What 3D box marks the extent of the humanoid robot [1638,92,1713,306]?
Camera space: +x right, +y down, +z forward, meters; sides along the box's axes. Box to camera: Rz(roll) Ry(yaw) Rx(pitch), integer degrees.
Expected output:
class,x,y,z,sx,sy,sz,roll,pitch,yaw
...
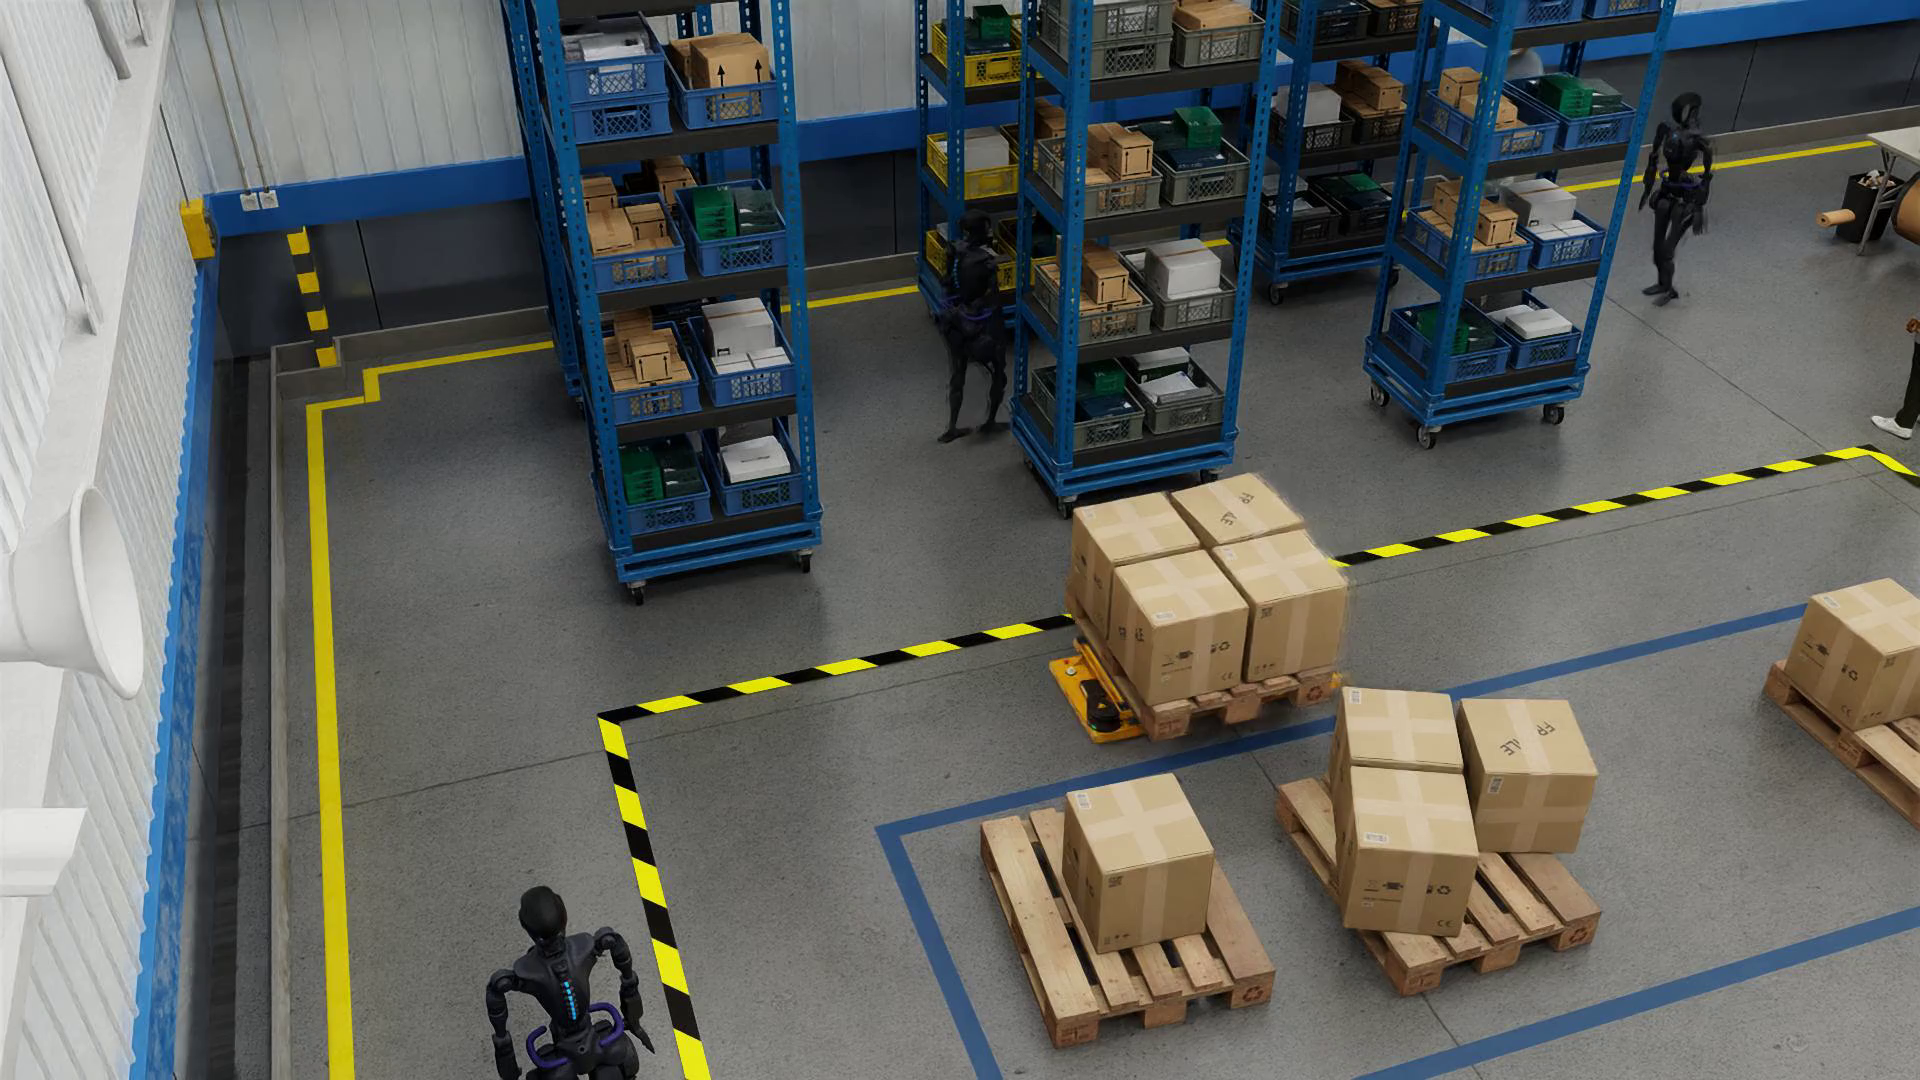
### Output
class,x,y,z,sx,sy,sz,roll,pitch,yaw
humanoid robot,5.385,-2.571,12.485,0.450,1.631,0.612,-17,39,-22

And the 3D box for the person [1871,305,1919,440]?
class,x,y,z,sx,sy,sz,roll,pitch,yaw
person,6.455,-1.520,10.835,0.597,1.851,0.377,-10,36,-14

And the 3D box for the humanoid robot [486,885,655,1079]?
class,x,y,z,sx,sy,sz,roll,pitch,yaw
humanoid robot,-1.420,1.901,6.123,0.599,1.659,0.315,-18,39,-24

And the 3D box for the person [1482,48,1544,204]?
class,x,y,z,sx,sy,sz,roll,pitch,yaw
person,4.353,-3.253,13.254,0.470,1.897,0.654,-9,36,-13

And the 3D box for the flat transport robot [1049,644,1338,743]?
class,x,y,z,sx,sy,sz,roll,pitch,yaw
flat transport robot,1.271,0.686,9.059,1.431,0.197,0.652,-11,37,-15

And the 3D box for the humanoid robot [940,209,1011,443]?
class,x,y,z,sx,sy,sz,roll,pitch,yaw
humanoid robot,0.108,-1.401,10.823,0.550,1.648,0.600,-24,42,-30
